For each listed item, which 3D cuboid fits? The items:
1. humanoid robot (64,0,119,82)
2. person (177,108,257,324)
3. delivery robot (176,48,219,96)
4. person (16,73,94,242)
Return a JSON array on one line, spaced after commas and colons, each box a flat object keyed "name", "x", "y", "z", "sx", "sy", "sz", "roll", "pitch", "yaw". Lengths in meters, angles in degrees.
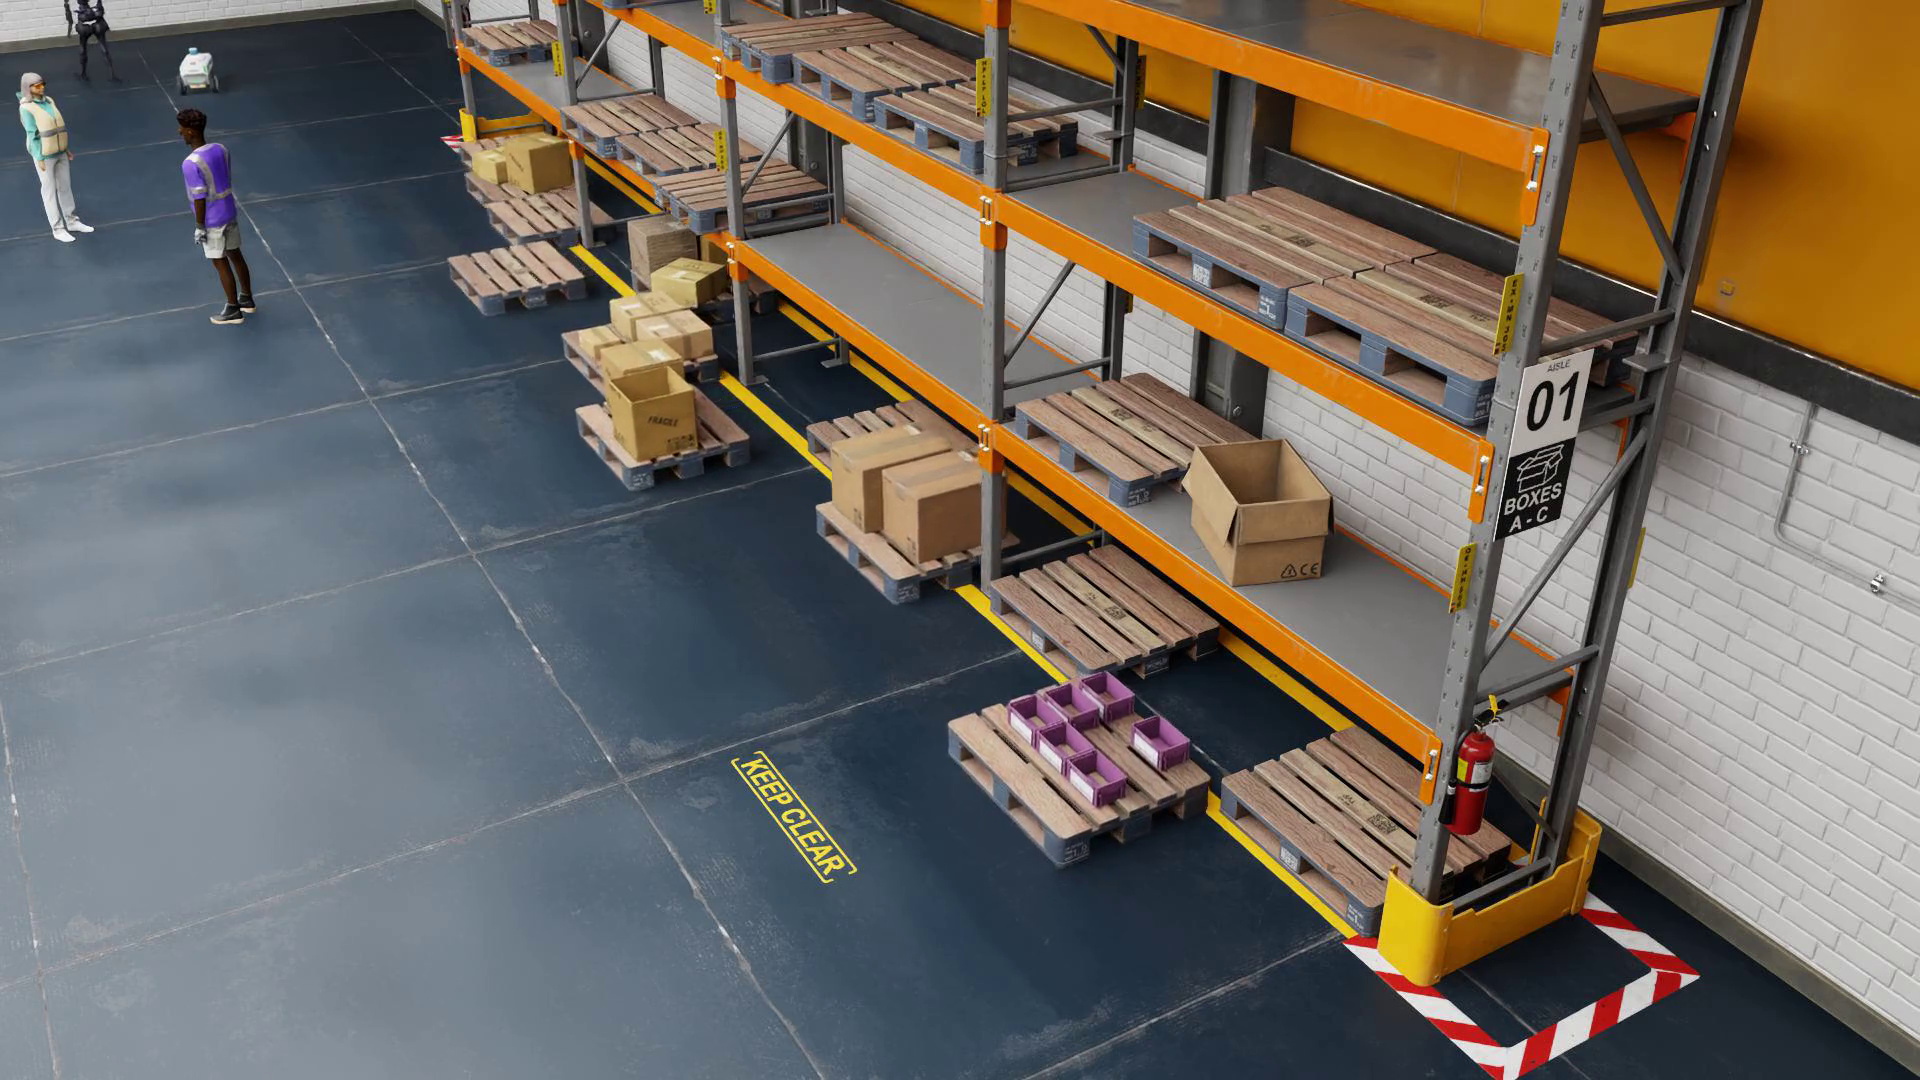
[{"name": "humanoid robot", "x": -11.989, "y": -7.120, "z": 22.794, "sx": 0.710, "sy": 1.630, "sz": 0.601, "roll": 17, "pitch": 34, "yaw": 28}, {"name": "person", "x": -6.770, "y": -2.937, "z": 15.097, "sx": 0.368, "sy": 1.965, "sz": 0.605, "roll": 3, "pitch": 30, "yaw": 6}, {"name": "delivery robot", "x": -10.344, "y": -6.347, "z": 22.559, "sx": 0.499, "sy": 0.606, "sz": 0.796, "roll": -8, "pitch": 30, "yaw": -13}, {"name": "person", "x": -9.384, "y": -3.953, "z": 17.149, "sx": 0.367, "sy": 1.709, "sz": 0.463, "roll": 5, "pitch": 30, "yaw": 9}]
